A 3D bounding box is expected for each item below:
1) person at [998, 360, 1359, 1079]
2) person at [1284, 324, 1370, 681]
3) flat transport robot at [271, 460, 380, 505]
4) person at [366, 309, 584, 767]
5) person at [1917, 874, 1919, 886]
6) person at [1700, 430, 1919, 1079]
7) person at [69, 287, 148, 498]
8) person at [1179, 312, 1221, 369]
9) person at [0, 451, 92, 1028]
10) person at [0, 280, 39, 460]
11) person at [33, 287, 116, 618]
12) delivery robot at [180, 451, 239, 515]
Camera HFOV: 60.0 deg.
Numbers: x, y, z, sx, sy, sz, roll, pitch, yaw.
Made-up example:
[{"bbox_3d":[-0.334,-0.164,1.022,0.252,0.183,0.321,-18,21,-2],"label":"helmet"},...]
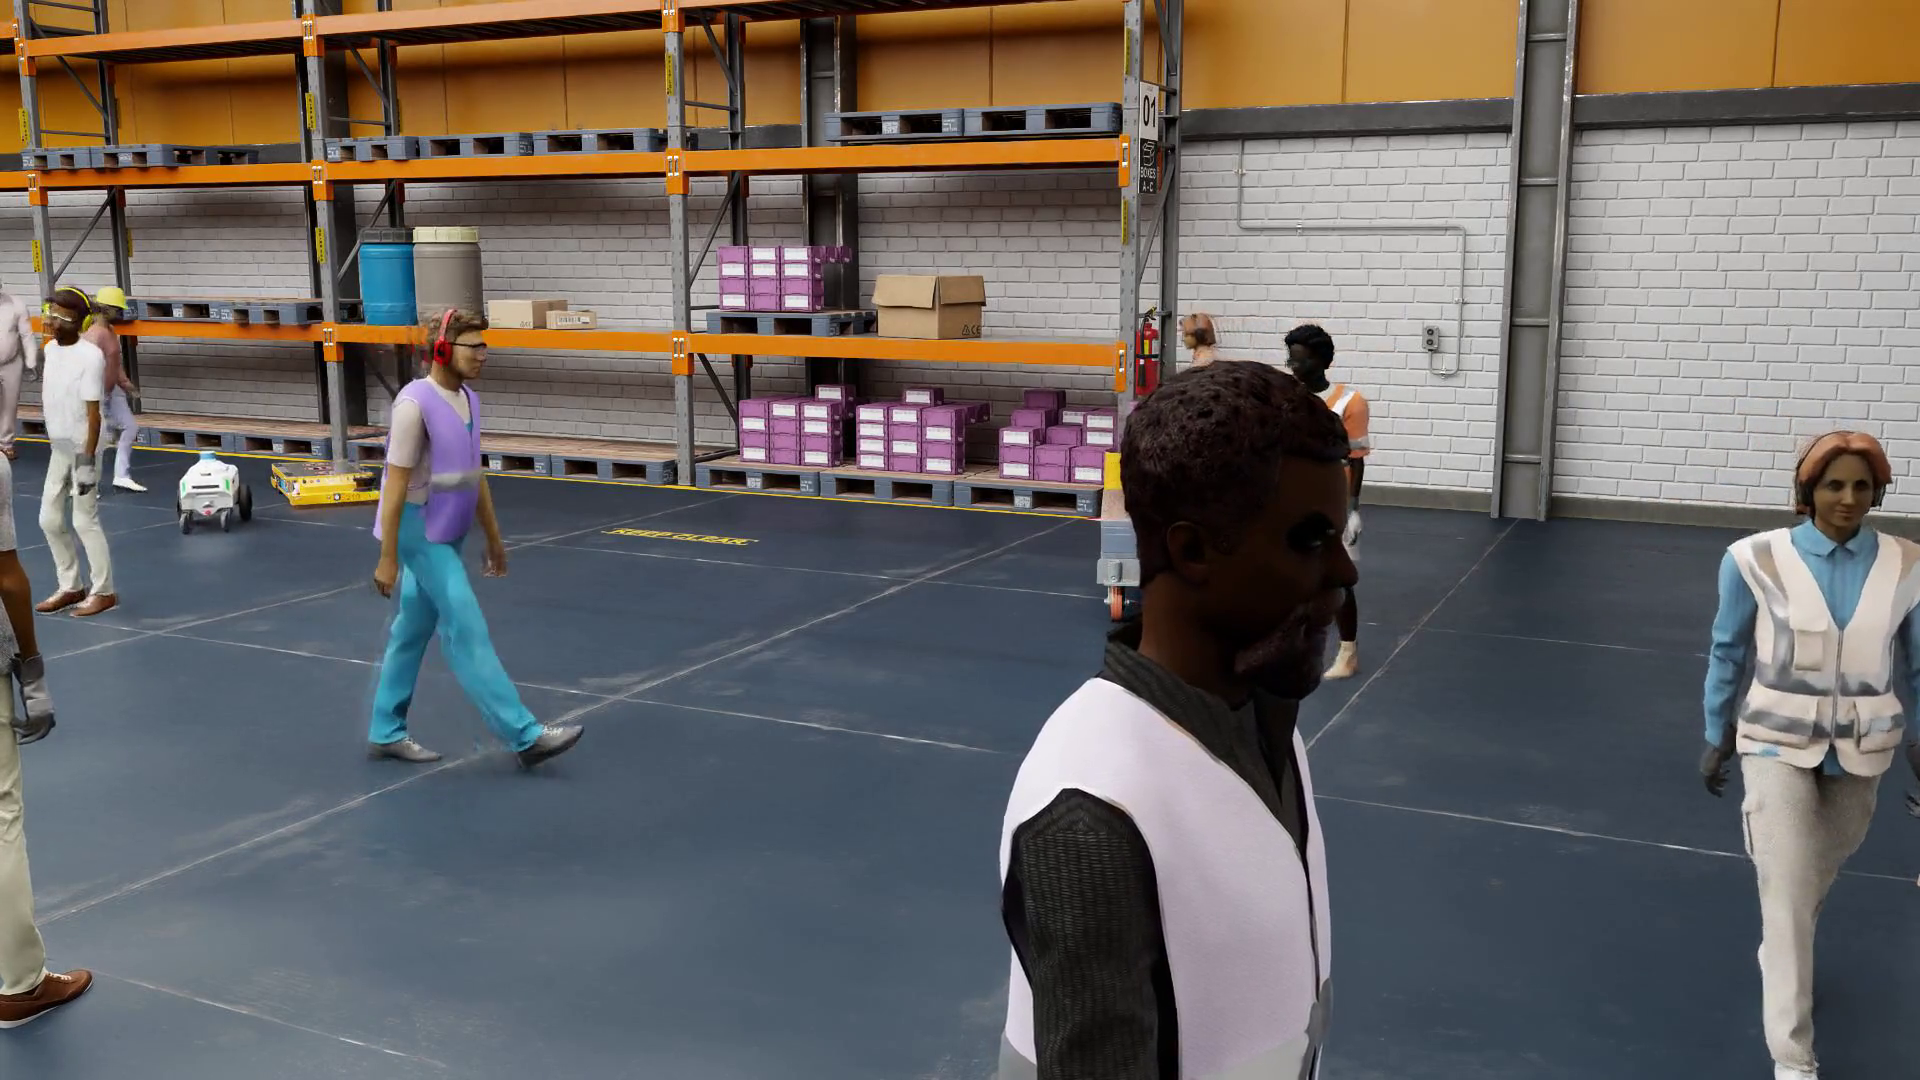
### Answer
[{"bbox_3d":[0.213,0.769,1.764,0.375,1.915,0.599,4,11,20],"label":"person"},{"bbox_3d":[1.631,-0.162,7.824,0.555,1.684,0.455,9,14,43],"label":"person"},{"bbox_3d":[-5.235,-0.488,13.670,0.652,0.197,1.431,-5,11,-28],"label":"flat transport robot"},{"bbox_3d":[-1.929,0.014,6.453,0.963,1.790,0.580,1,10,3],"label":"person"},{"bbox_3d":[3.185,0.238,5.020,0.430,1.845,0.620,2,10,9],"label":"person"},{"bbox_3d":[2.132,0.513,4.139,0.528,1.599,0.844,2,10,10],"label":"person"},{"bbox_3d":[-7.010,-1.203,13.626,0.674,1.711,0.543,-2,10,-11],"label":"person"},{"bbox_3d":[1.700,-0.704,11.070,0.512,1.619,0.520,0,10,2],"label":"person"},{"bbox_3d":[-2.607,0.352,4.308,0.507,1.865,0.329,0,10,0],"label":"person"},{"bbox_3d":[-9.076,-1.633,15.714,0.654,1.840,1.040,-7,12,-36],"label":"person"},{"bbox_3d":[-4.828,-0.463,9.083,0.599,1.821,0.429,5,11,28],"label":"person"},{"bbox_3d":[-5.460,-0.404,12.108,0.477,0.478,0.707,-3,11,-19],"label":"delivery robot"}]
